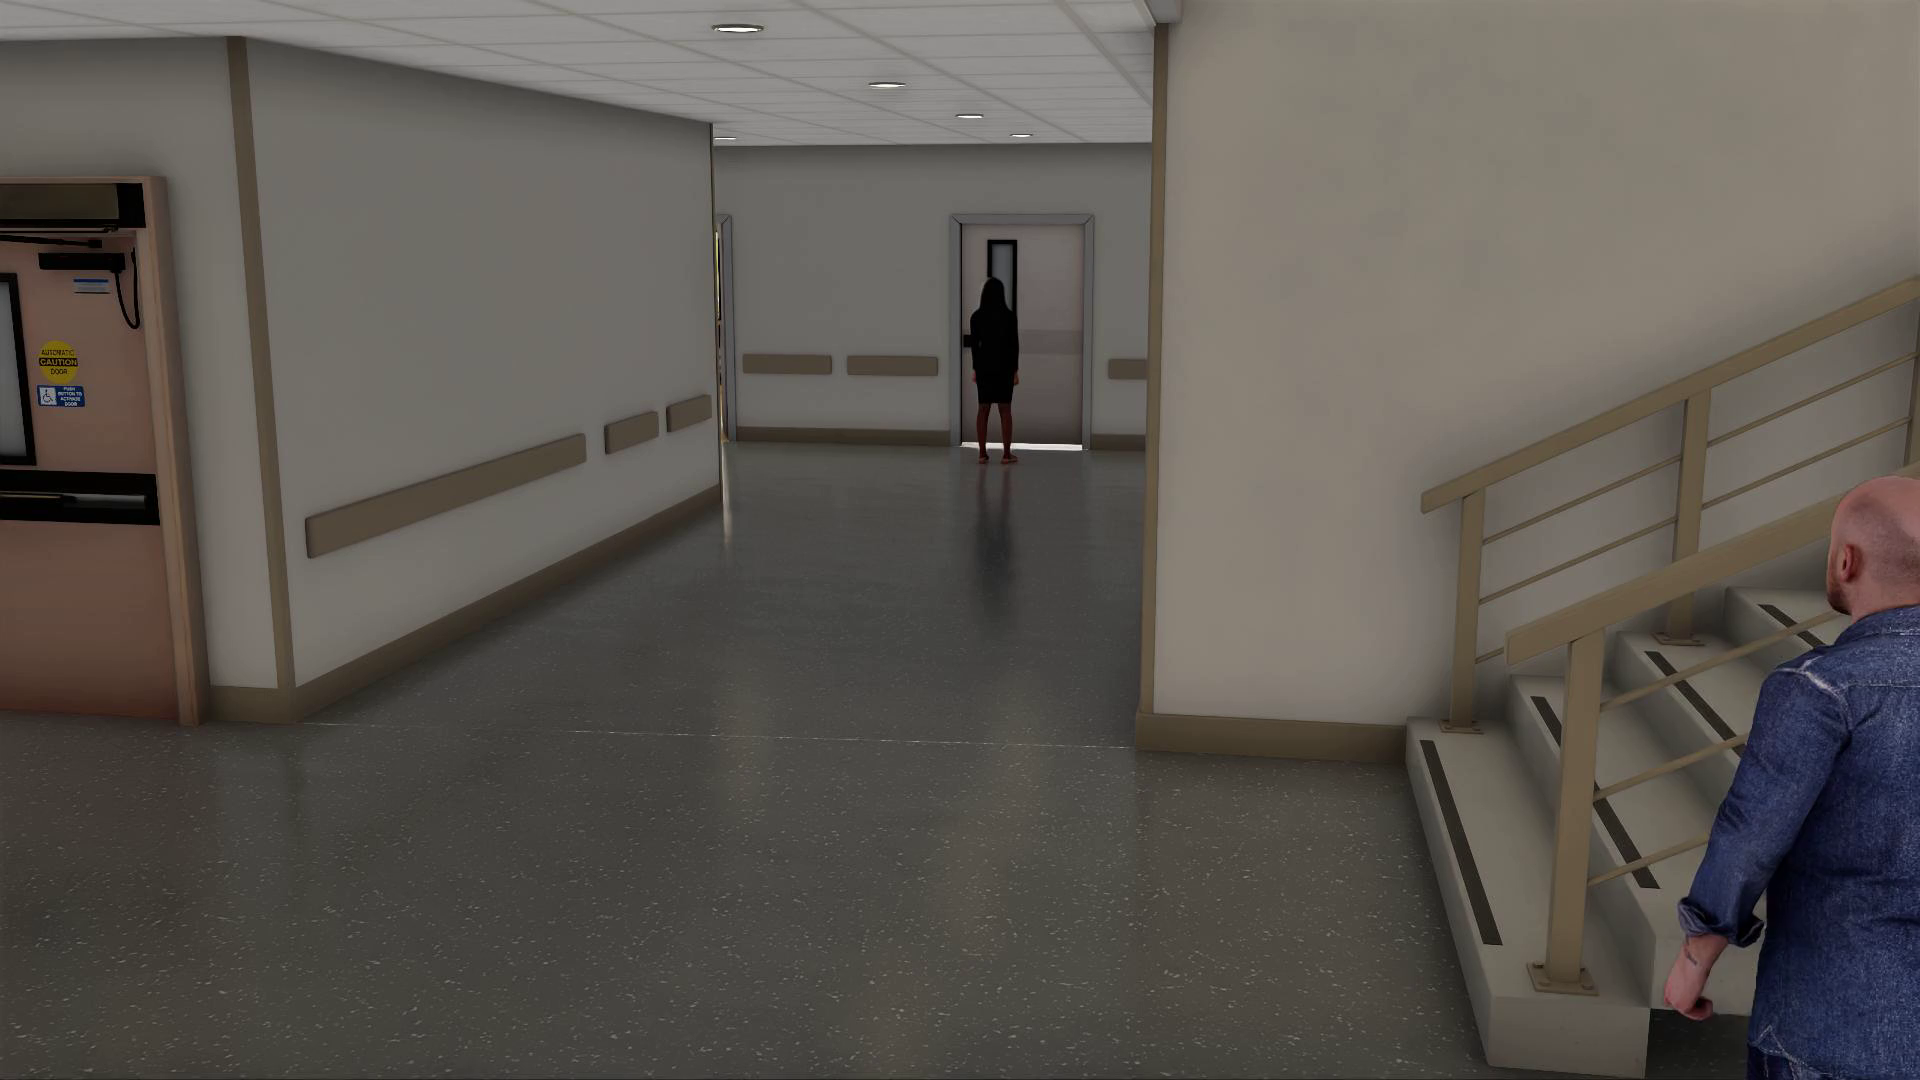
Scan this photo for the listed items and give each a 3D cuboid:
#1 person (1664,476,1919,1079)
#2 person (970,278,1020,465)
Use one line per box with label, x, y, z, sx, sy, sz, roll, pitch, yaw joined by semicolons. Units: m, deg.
person;1.501;0.824;2.670;1.011;1.803;1.029;-4;12;-21
person;0.325;-1.581;15.566;0.476;1.722;0.692;3;11;16
